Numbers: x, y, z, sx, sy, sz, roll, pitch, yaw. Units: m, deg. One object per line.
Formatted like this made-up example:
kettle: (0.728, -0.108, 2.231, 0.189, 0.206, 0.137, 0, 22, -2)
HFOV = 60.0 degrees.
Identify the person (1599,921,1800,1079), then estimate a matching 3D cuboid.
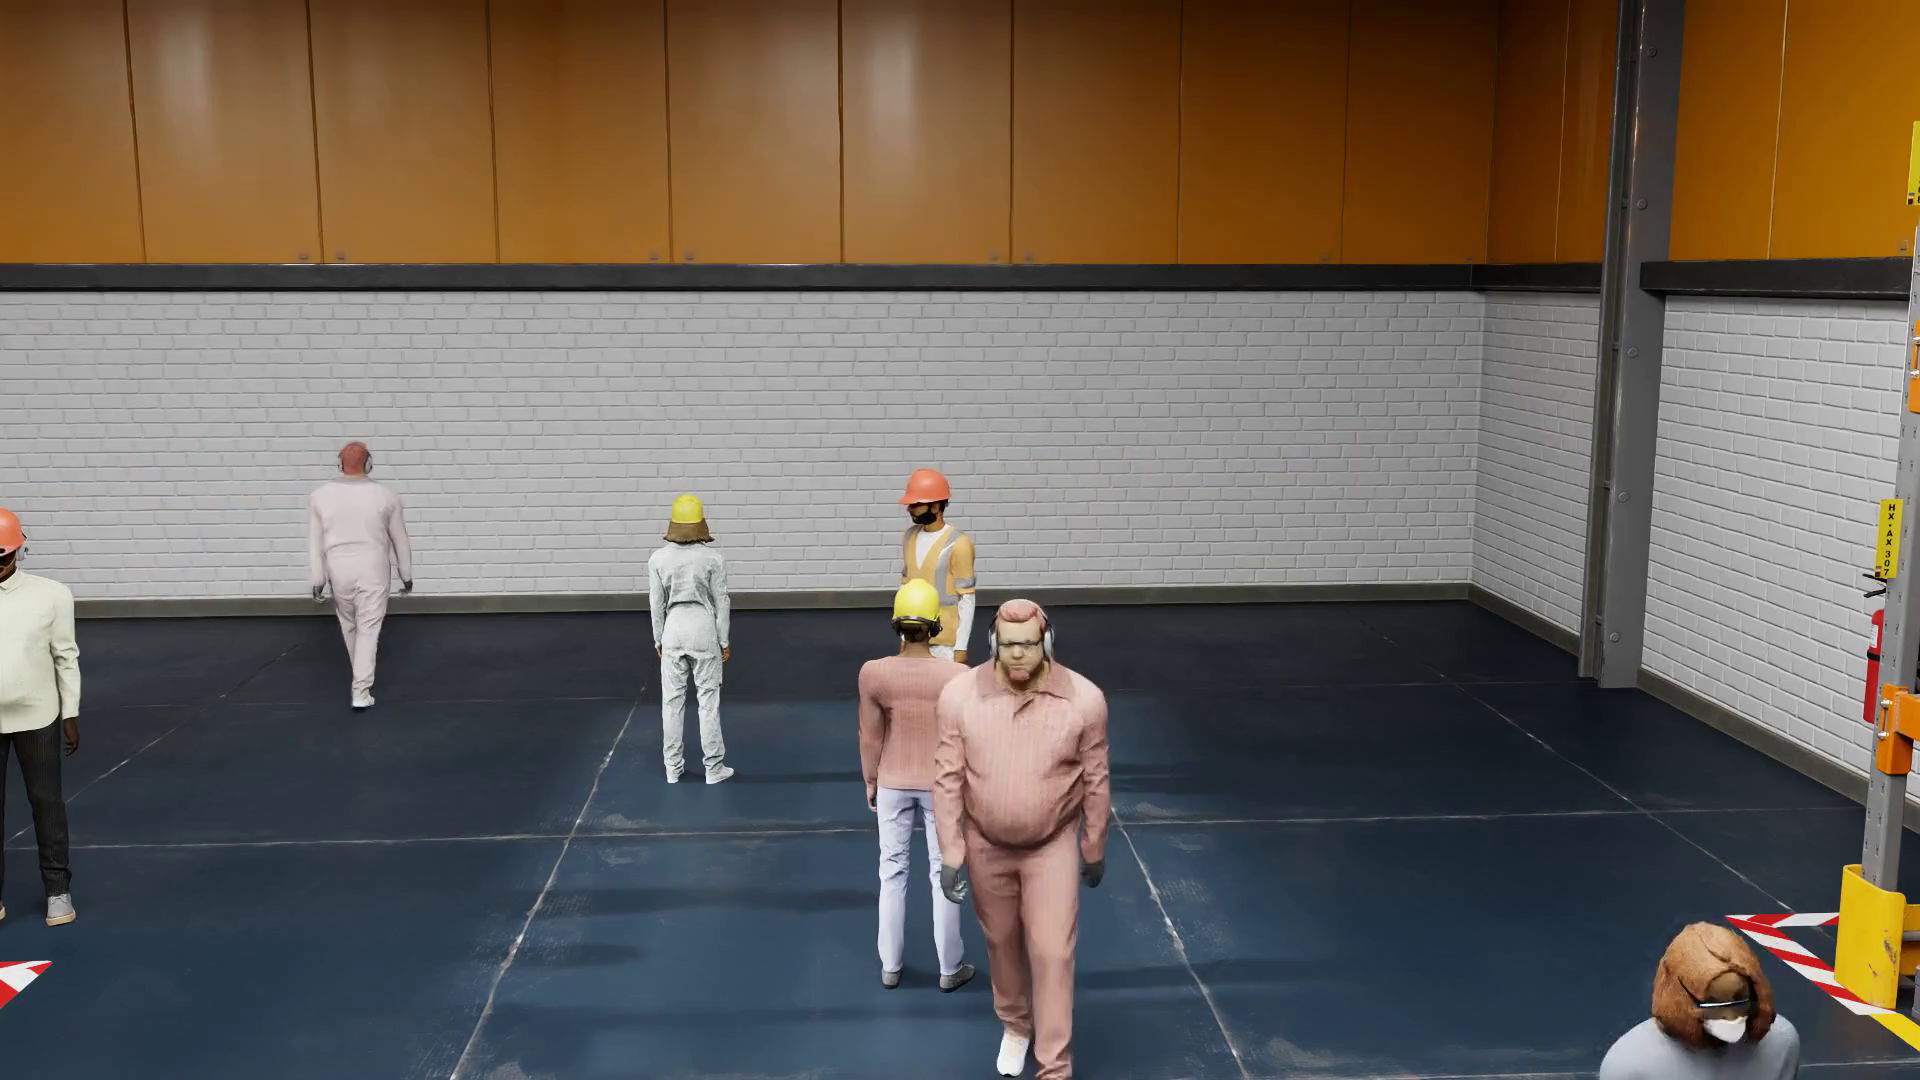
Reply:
person: (1.703, 1.620, 3.874, 0.527, 1.611, 0.396, -1, 9, -9)

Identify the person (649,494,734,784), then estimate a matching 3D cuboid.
person: (-1.600, 0.591, 9.929, 0.487, 1.746, 0.288, 1, 9, 8)

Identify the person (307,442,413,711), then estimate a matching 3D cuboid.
person: (-4.244, 0.229, 11.859, 0.665, 1.851, 0.994, -1, 9, -7)

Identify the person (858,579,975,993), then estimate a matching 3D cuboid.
person: (-0.168, 1.040, 7.037, 0.523, 1.772, 0.302, 2, 9, 11)

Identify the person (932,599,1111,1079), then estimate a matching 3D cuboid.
person: (0.208, 1.150, 6.030, 0.646, 1.869, 0.912, 2, 9, 10)

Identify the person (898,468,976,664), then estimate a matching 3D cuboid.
person: (-0.161, 0.545, 9.626, 0.376, 1.934, 0.548, -9, 12, -43)

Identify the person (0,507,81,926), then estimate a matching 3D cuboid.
person: (-4.403, 0.825, 7.701, 0.608, 1.989, 0.387, -4, 10, -22)
